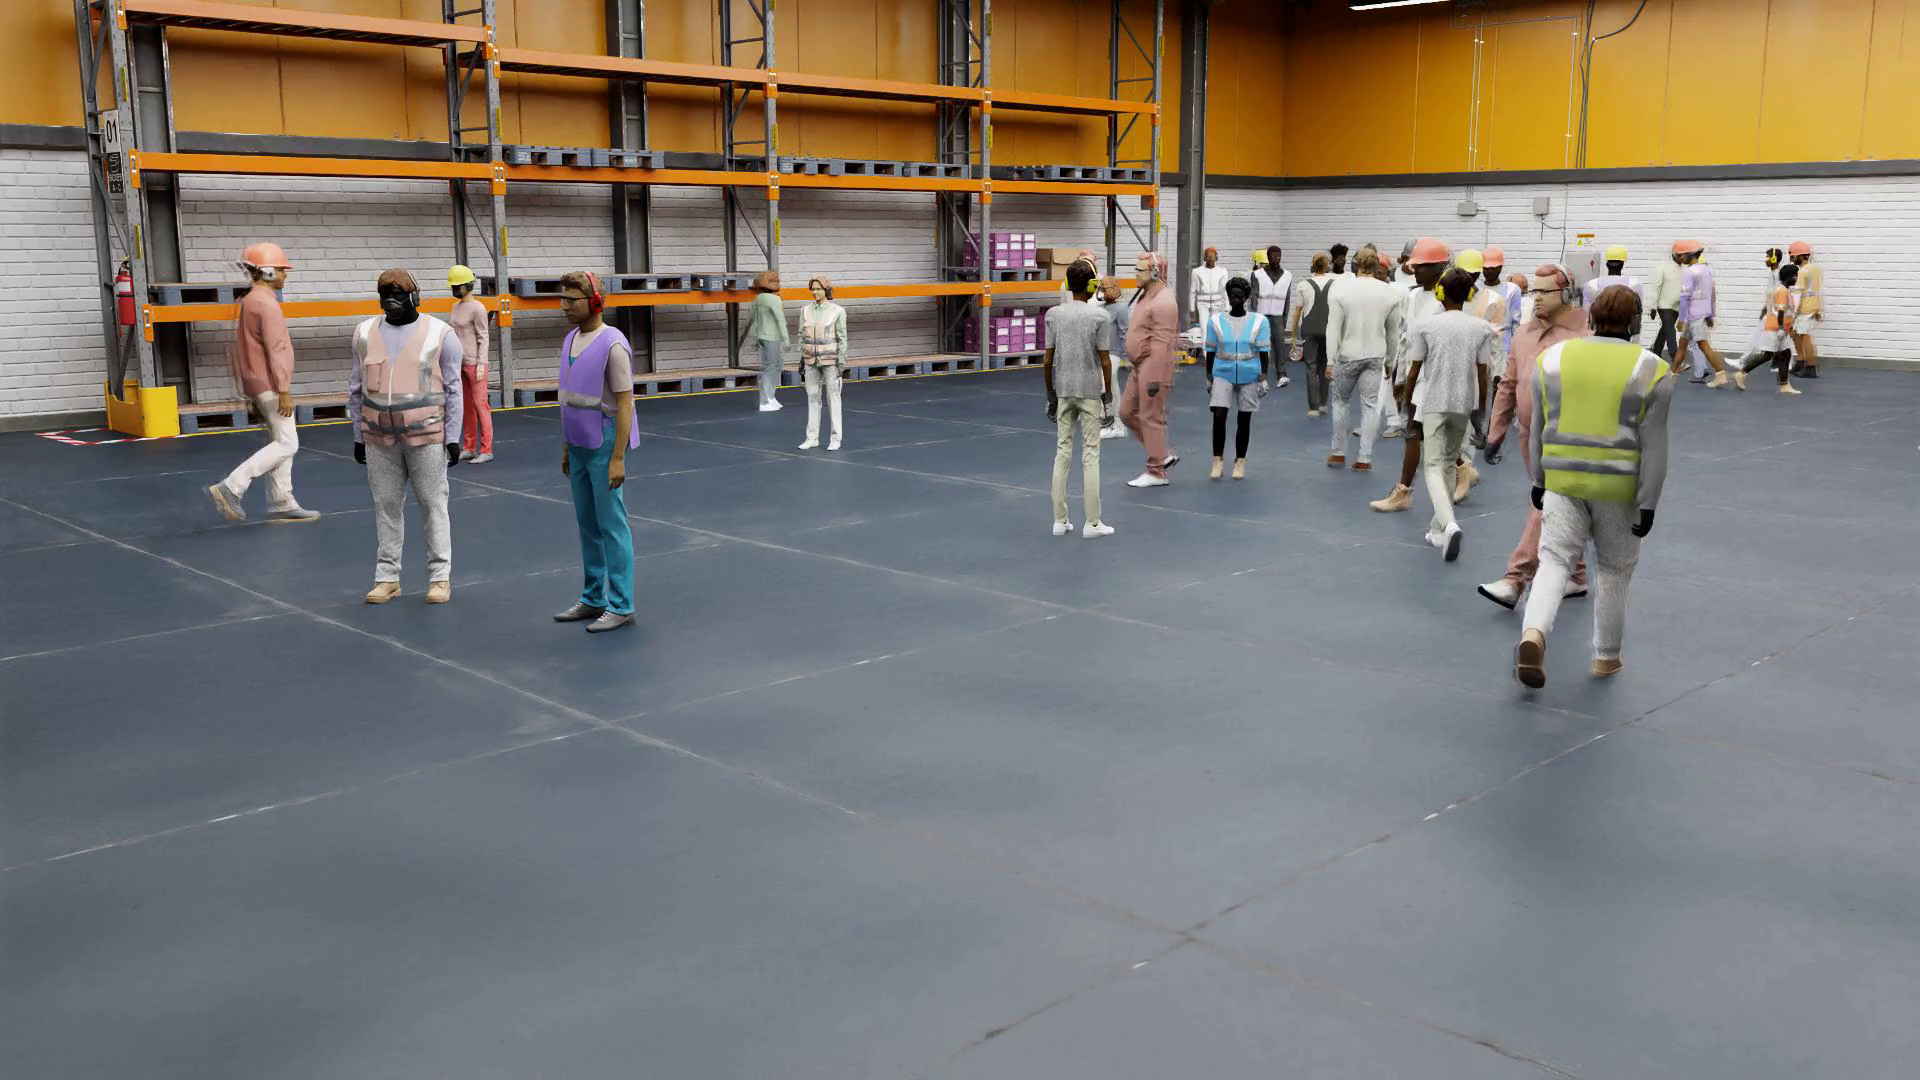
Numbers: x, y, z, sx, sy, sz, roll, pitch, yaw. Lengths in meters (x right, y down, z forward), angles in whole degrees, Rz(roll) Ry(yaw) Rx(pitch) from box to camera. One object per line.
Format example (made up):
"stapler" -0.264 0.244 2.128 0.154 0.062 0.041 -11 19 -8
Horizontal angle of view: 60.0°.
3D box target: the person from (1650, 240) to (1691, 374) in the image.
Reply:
"person" 10.541 -3.421 24.473 0.646 1.928 1.010 -4 11 -20

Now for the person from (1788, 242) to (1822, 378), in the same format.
"person" 11.978 -3.260 23.665 0.572 1.905 0.643 -9 14 -42

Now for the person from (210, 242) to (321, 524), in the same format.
"person" -4.842 -1.058 11.490 0.634 1.974 0.630 -6 12 -31

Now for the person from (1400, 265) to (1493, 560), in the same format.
"person" 3.085 -0.811 10.535 0.524 1.841 0.867 0 10 1

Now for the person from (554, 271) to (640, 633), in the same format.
"person" -1.868 -0.457 8.570 0.382 1.842 0.571 -9 14 -40

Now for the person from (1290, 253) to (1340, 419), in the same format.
"person" 3.963 -2.284 18.584 0.538 1.816 0.761 0 10 2

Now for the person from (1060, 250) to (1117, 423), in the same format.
"person" 1.331 -2.139 17.696 0.672 1.860 0.900 4 11 19

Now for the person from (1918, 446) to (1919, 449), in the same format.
"person" 9.243 -1.629 15.564 0.525 1.620 0.374 -4 11 -23

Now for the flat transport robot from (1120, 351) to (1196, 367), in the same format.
"flat transport robot" 2.981 -2.807 25.678 0.652 0.197 1.431 9 14 40

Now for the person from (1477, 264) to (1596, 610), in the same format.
"person" 3.136 -0.555 9.047 0.966 1.855 0.678 -5 11 -25

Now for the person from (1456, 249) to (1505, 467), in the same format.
"person" 4.169 -1.433 13.724 0.601 1.909 0.439 4 11 20

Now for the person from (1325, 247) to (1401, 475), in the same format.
"person" 3.416 -1.544 14.289 0.663 1.914 0.774 -1 10 -4

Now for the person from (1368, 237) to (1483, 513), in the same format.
"person" 3.483 -1.209 12.216 0.949 2.013 0.620 -3 11 -16

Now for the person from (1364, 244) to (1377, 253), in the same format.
"person" 6.784 -3.963 27.605 1.027 1.878 0.651 9 14 40

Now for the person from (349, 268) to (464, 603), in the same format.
"person" -3.049 -0.563 9.156 0.621 1.845 0.429 0 10 1

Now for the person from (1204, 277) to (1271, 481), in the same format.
"person" 2.269 -1.306 13.637 0.547 1.674 0.584 2 11 10

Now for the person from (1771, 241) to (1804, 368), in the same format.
"person" 12.676 -3.577 25.363 0.389 1.929 0.545 0 10 -1

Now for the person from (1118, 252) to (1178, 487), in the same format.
"person" 1.509 -1.364 13.393 0.433 1.888 0.665 -1 10 -7

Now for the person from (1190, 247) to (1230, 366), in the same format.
"person" 3.904 -3.640 25.974 0.595 1.835 0.979 -1 10 -3

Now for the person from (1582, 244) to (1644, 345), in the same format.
"person" 6.671 -2.054 17.055 0.587 1.928 0.363 4 11 21

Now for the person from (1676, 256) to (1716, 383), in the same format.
"person" 10.141 -3.029 22.856 0.538 1.750 0.436 -6 12 -31

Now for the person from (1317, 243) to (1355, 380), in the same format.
"person" 4.676 -2.744 20.826 0.613 1.931 0.952 -1 10 -4

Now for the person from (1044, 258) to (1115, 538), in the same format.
"person" 0.806 -0.948 11.178 0.516 1.872 0.327 6 12 28

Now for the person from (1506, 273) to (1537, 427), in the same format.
"person" 5.868 -1.992 17.551 0.508 1.626 0.405 -1 10 -3

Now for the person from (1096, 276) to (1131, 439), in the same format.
"person" 1.423 -1.807 16.535 0.599 1.611 0.524 -5 12 -26

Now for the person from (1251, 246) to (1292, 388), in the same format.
"person" 4.153 -2.954 22.116 0.591 1.870 0.986 -1 10 -6

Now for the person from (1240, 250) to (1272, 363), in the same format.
"person" 4.727 -3.739 26.659 0.597 1.792 0.956 -2 11 -13

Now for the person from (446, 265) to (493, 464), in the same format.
"person" -4.382 -1.555 14.797 0.522 1.761 0.321 9 14 42

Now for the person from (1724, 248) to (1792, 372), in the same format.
"person" 11.950 -3.403 24.709 0.973 1.816 0.527 6 12 29

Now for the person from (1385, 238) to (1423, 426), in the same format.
"person" 4.795 -2.244 17.780 0.685 2.000 0.743 4 11 23

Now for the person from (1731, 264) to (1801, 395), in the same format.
"person" 10.338 -2.686 21.194 0.766 1.671 0.540 7 13 34

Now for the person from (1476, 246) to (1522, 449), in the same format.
"person" 4.985 -1.804 15.702 0.575 1.917 0.417 4 11 21

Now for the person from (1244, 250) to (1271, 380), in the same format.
"person" 4.239 -3.125 23.216 0.599 1.815 0.452 -5 12 -28

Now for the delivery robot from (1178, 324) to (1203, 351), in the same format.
"delivery robot" 3.929 -3.339 27.551 0.707 0.478 0.477 -10 14 -44

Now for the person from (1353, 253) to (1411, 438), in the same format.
"person" 4.144 -1.893 16.417 0.942 1.832 0.587 -10 14 -43

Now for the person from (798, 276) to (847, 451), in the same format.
"person" -1.298 -1.661 15.692 0.514 1.642 0.310 5 12 25

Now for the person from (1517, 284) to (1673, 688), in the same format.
"person" 2.814 -0.229 7.422 0.635 1.819 0.821 8 13 36

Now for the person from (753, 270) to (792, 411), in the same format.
"person" -2.145 -2.293 19.212 0.508 1.618 0.506 -6 12 -29

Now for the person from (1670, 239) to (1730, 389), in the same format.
"person" 9.805 -3.000 22.108 1.061 1.979 0.625 10 14 42
